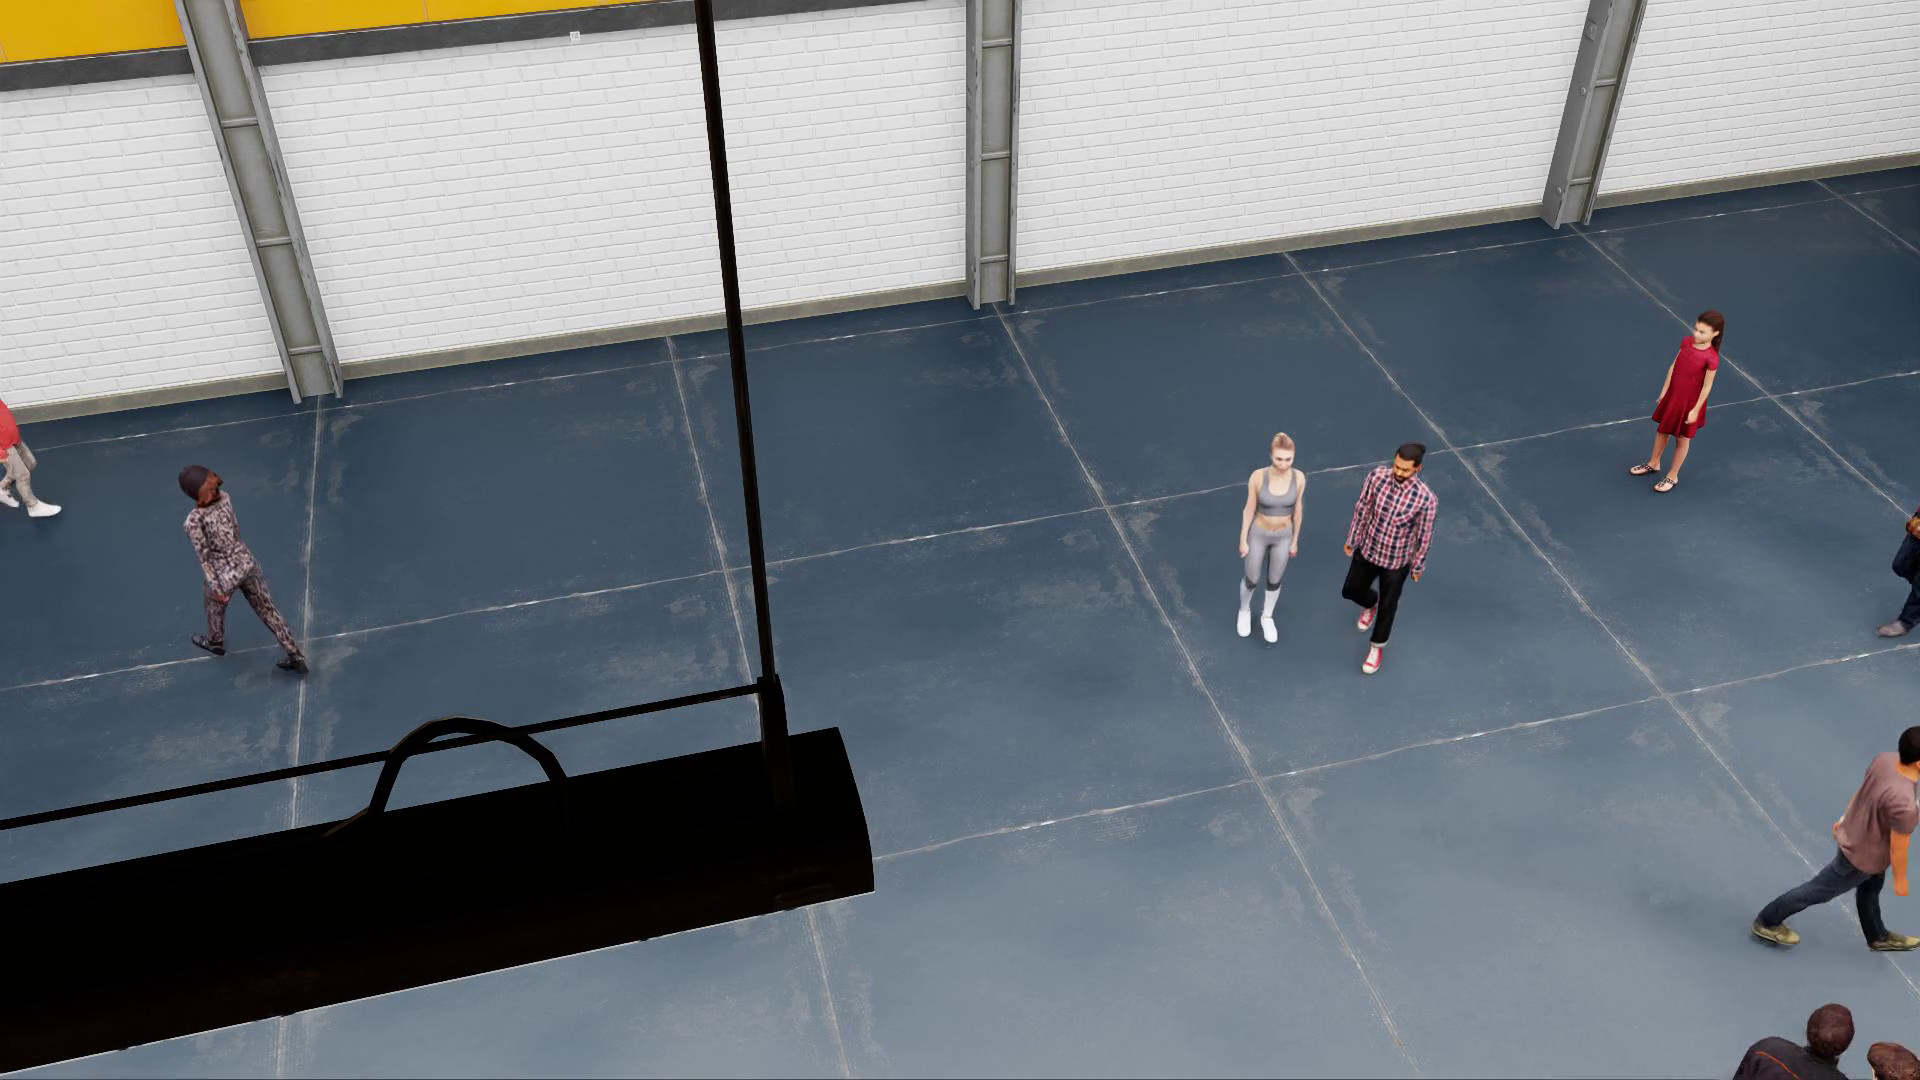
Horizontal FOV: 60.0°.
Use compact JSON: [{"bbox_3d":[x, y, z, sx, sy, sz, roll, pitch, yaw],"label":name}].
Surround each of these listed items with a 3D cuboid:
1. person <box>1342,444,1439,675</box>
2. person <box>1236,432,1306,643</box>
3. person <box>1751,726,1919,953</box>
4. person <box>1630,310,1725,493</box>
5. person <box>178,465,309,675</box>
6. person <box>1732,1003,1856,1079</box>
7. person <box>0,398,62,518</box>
[{"bbox_3d":[2.886,0.045,11.228,0.925,1.753,0.991,23,44,26],"label":"person"},{"bbox_3d":[2.115,-0.029,11.363,0.555,1.700,0.660,-2,39,-3],"label":"person"},{"bbox_3d":[4.883,1.693,9.186,1.198,1.727,1.020,12,40,15],"label":"person"},{"bbox_3d":[5.592,-1.102,12.822,0.660,1.556,0.598,-18,42,-21],"label":"person"},{"bbox_3d":[-4.758,0.255,11.038,1.186,1.662,1.037,14,41,17],"label":"person"},{"bbox_3d":[3.694,2.876,7.650,1.307,1.795,0.979,-20,43,-23],"label":"person"},{"bbox_3d":[-7.251,-0.744,12.497,0.703,1.402,0.544,-7,39,-9],"label":"person"}]
